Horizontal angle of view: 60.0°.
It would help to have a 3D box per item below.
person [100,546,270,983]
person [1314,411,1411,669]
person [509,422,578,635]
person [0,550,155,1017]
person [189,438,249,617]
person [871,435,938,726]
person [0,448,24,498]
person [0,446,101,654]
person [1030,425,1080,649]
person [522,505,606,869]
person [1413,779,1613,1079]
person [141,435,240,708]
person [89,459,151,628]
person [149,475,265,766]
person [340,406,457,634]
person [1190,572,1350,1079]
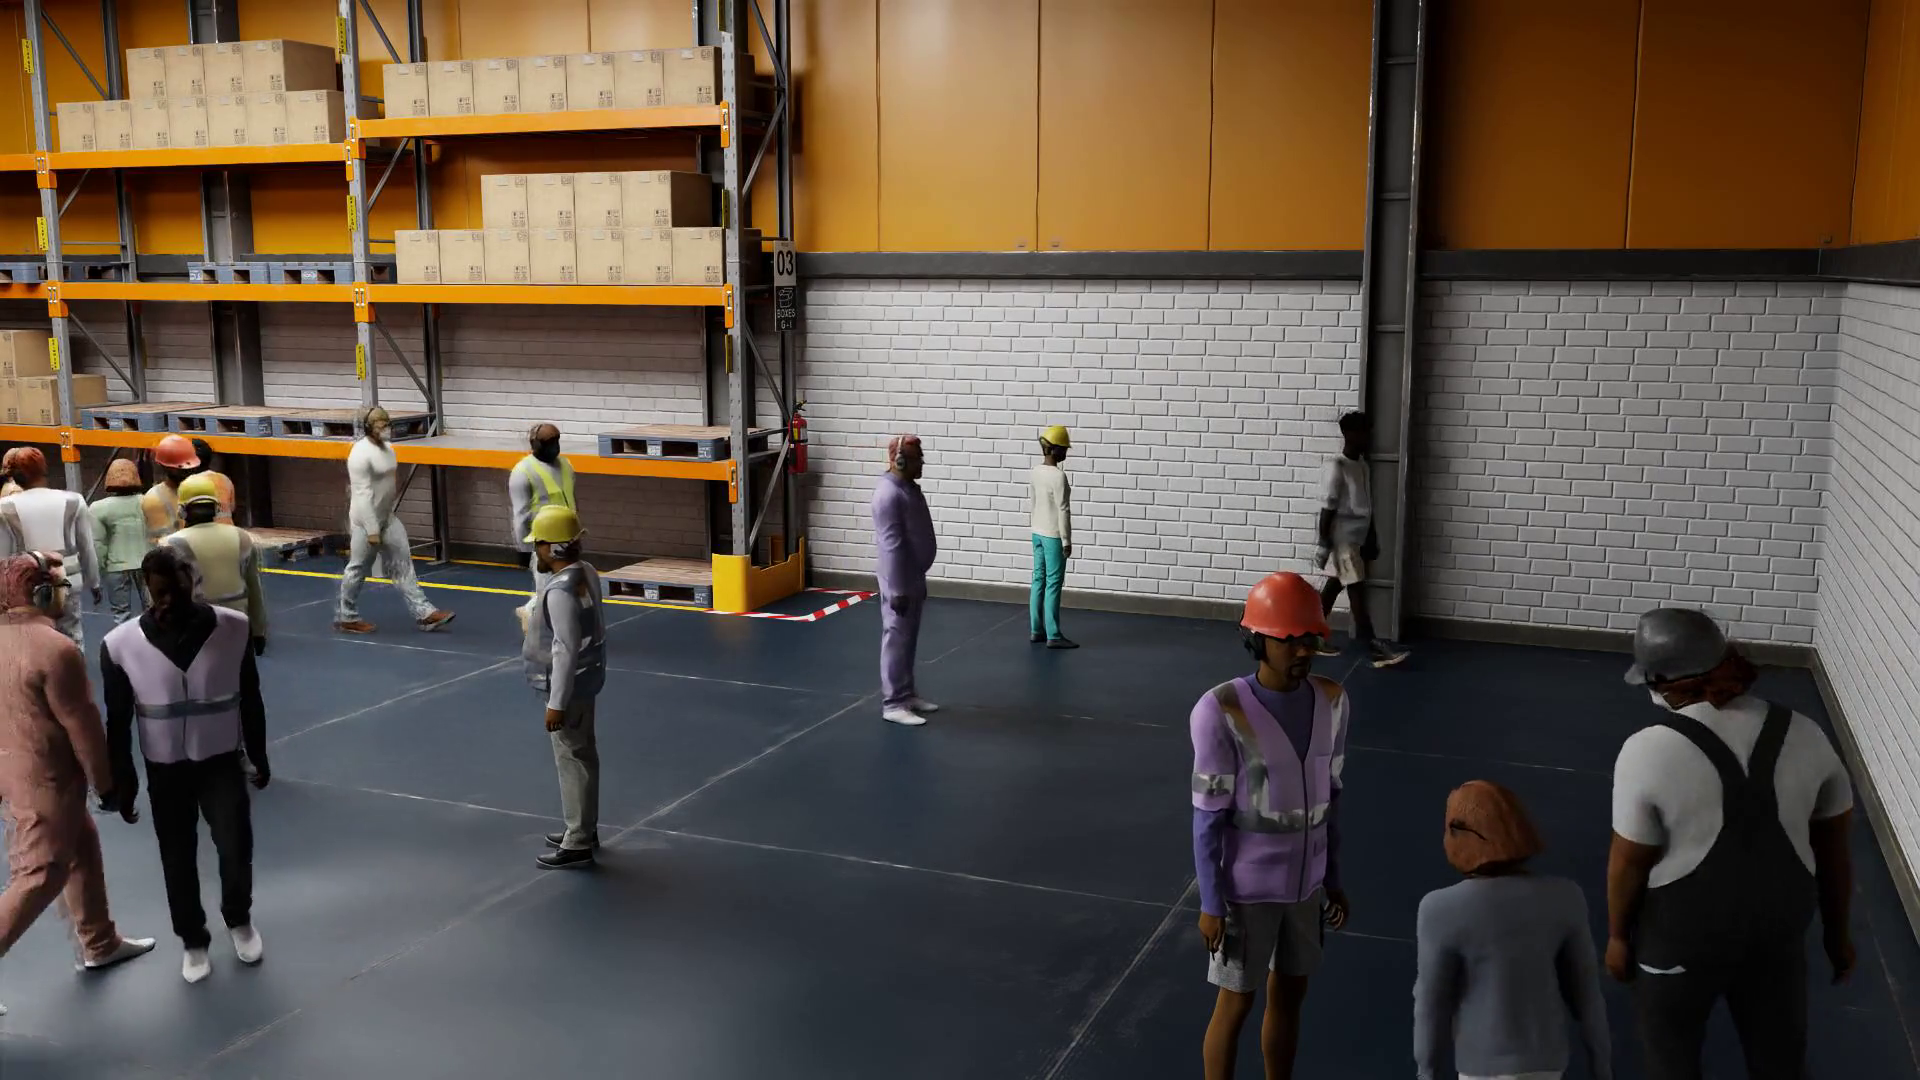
[{"bbox_3d":[-3.209,0.935,6.945,0.607,1.887,0.476,-5,11,-28],"label":"person"},{"bbox_3d":[3.018,-0.011,12.569,0.928,1.915,0.630,6,11,34],"label":"person"},{"bbox_3d":[-3.228,-0.006,12.840,0.660,1.829,0.630,5,11,28],"label":"person"},{"bbox_3d":[-3.790,0.973,6.779,0.625,1.866,0.904,7,12,37],"label":"person"},{"bbox_3d":[-5.906,0.027,13.096,0.619,1.661,0.552,2,10,12],"label":"person"},{"bbox_3d":[-0.354,0.256,11.001,0.408,1.907,0.643,2,10,12],"label":"person"},{"bbox_3d":[-7.110,0.120,12.631,0.311,1.639,0.514,-6,11,-34],"label":"person"},{"bbox_3d":[-5.882,0.318,10.755,0.631,1.866,0.417,-7,12,-36],"label":"person"},{"bbox_3d":[0.737,-0.025,13.140,0.317,1.765,0.522,-5,10,-26],"label":"person"},{"bbox_3d":[-1.984,0.729,8.362,0.403,1.830,0.591,-1,9,-3],"label":"person"},{"bbox_3d":[1.555,1.470,4.624,0.538,1.582,0.811,-3,10,-15],"label":"person"},{"bbox_3d":[-5.078,0.250,11.039,0.732,1.900,0.552,2,10,13],"label":"person"},{"bbox_3d":[-5.974,0.228,11.991,0.507,1.631,0.268,-7,12,-38],"label":"person"},{"bbox_3d":[-4.402,0.522,9.690,0.555,1.803,0.584,6,11,33],"label":"person"},{"bbox_3d":[-4.637,-0.137,13.440,1.025,1.882,0.649,1,9,8],"label":"person"},{"bbox_3d":[1.030,1.108,5.419,0.607,2.044,0.375,-5,11,-30],"label":"person"}]
